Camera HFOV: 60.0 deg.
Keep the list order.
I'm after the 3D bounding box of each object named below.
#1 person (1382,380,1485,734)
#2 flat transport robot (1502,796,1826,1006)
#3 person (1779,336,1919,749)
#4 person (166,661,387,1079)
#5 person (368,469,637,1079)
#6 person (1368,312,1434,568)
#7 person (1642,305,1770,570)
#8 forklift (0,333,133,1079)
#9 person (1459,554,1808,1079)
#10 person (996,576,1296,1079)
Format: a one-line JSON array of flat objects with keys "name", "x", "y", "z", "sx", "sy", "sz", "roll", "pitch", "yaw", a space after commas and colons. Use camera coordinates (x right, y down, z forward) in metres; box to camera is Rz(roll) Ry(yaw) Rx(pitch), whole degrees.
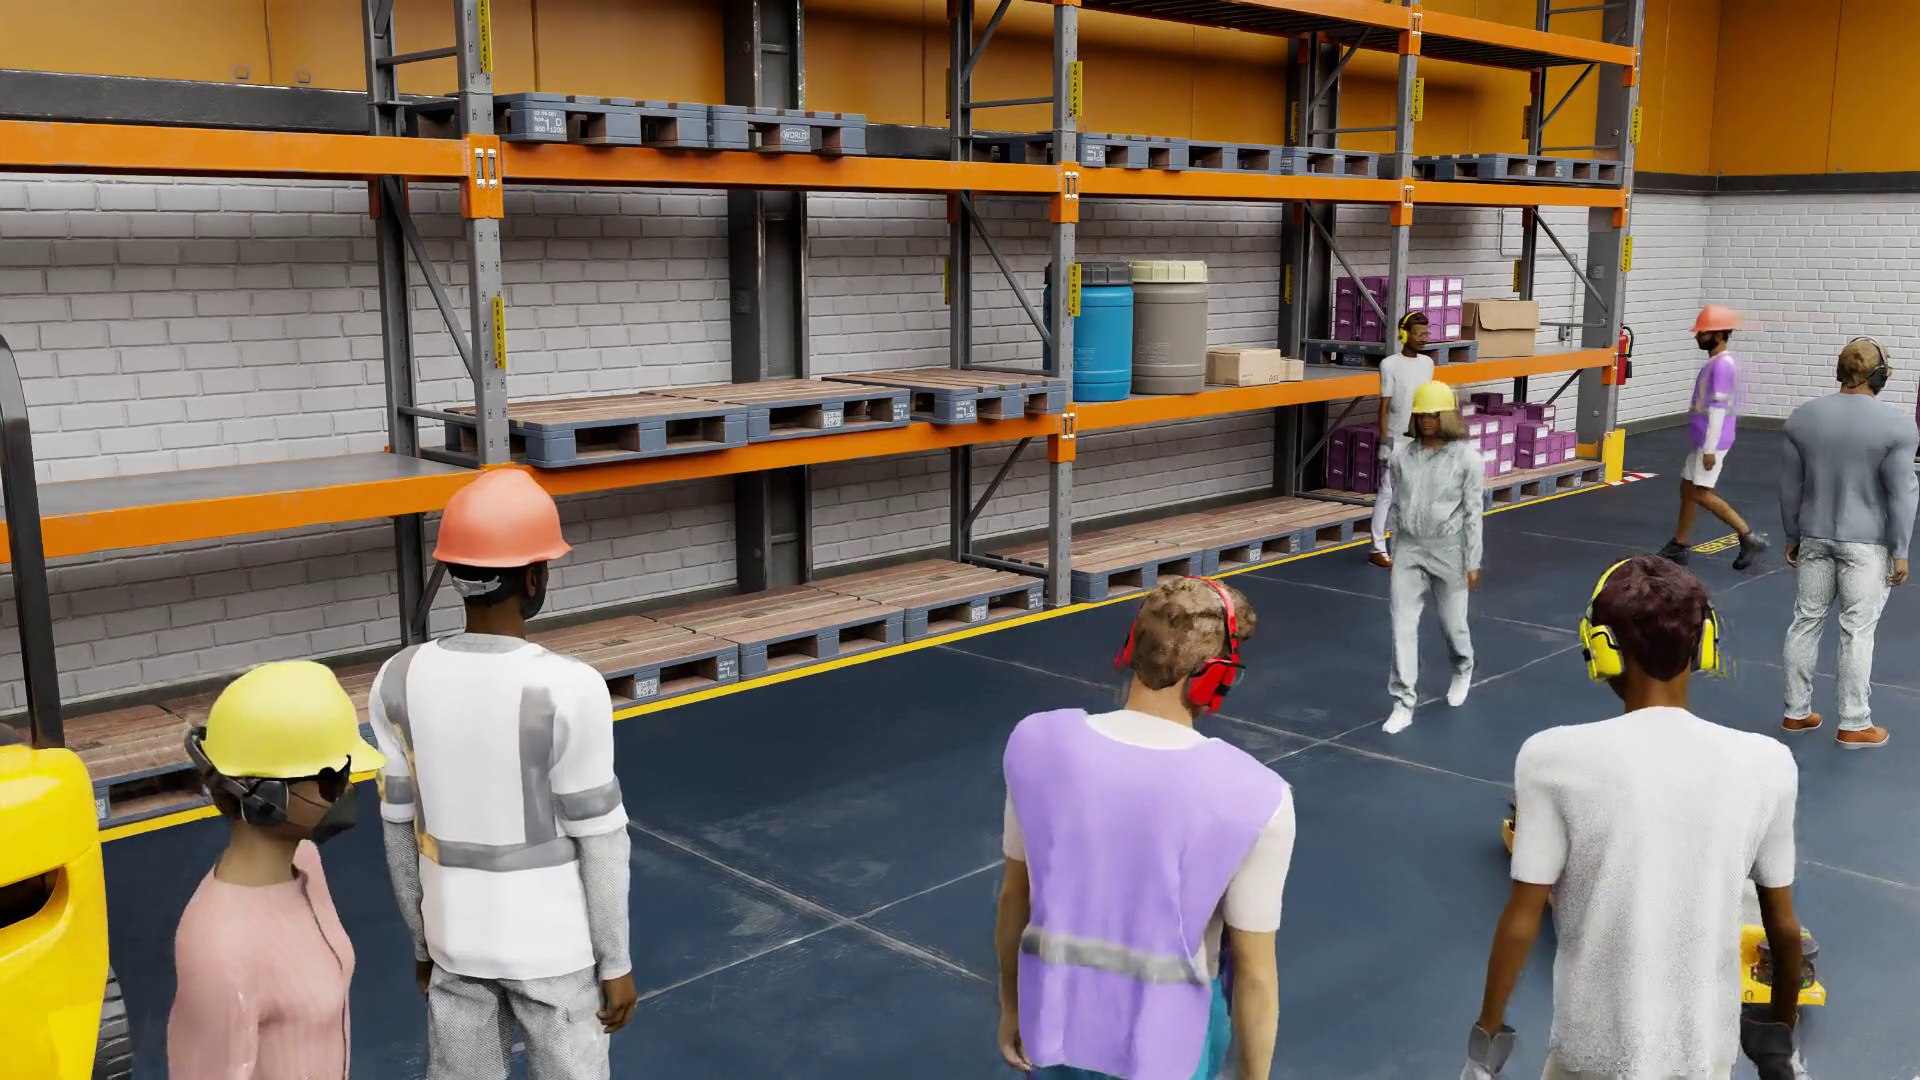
[{"name": "person", "x": 2.359, "y": 0.054, "z": 8.239, "sx": 0.493, "sy": 1.711, "sz": 0.810, "roll": 7, "pitch": 13, "yaw": 35}, {"name": "flat transport robot", "x": 2.400, "y": 1.219, "z": 5.825, "sx": 0.652, "sy": 0.197, "sz": 1.431, "roll": 1, "pitch": 10, "yaw": 5}, {"name": "person", "x": 4.173, "y": 0.014, "z": 7.847, "sx": 0.372, "sy": 1.940, "sz": 0.629, "roll": -7, "pitch": 13, "yaw": -34}, {"name": "person", "x": -1.120, "y": 1.053, "z": 2.674, "sx": 0.465, "sy": 1.752, "sz": 0.540, "roll": -2, "pitch": 11, "yaw": -13}, {"name": "person", "x": -0.921, "y": 0.817, "z": 3.472, "sx": 0.543, "sy": 1.938, "sz": 0.357, "roll": 3, "pitch": 11, "yaw": 15}, {"name": "person", "x": 3.232, "y": -0.721, "z": 12.084, "sx": 0.509, "sy": 1.860, "sz": 0.318, "roll": -6, "pitch": 12, "yaw": -29}, {"name": "person", "x": 5.413, "y": -0.726, "z": 11.948, "sx": 0.787, "sy": 1.917, "sz": 0.558, "roll": 4, "pitch": 11, "yaw": 20}, {"name": "forklift", "x": -3.289, "y": 0.485, "z": 4.582, "sx": 1.214, "sy": 2.155, "sz": 2.313, "roll": -10, "pitch": 14, "yaw": -44}, {"name": "person", "x": 1.244, "y": 0.939, "z": 3.087, "sx": 0.669, "sy": 1.832, "sz": 0.670, "roll": 1, "pitch": 10, "yaw": 3}, {"name": "person", "x": 0.295, "y": 0.959, "z": 3.080, "sx": 0.606, "sy": 1.796, "sz": 0.857, "roll": 4, "pitch": 11, "yaw": 21}]
